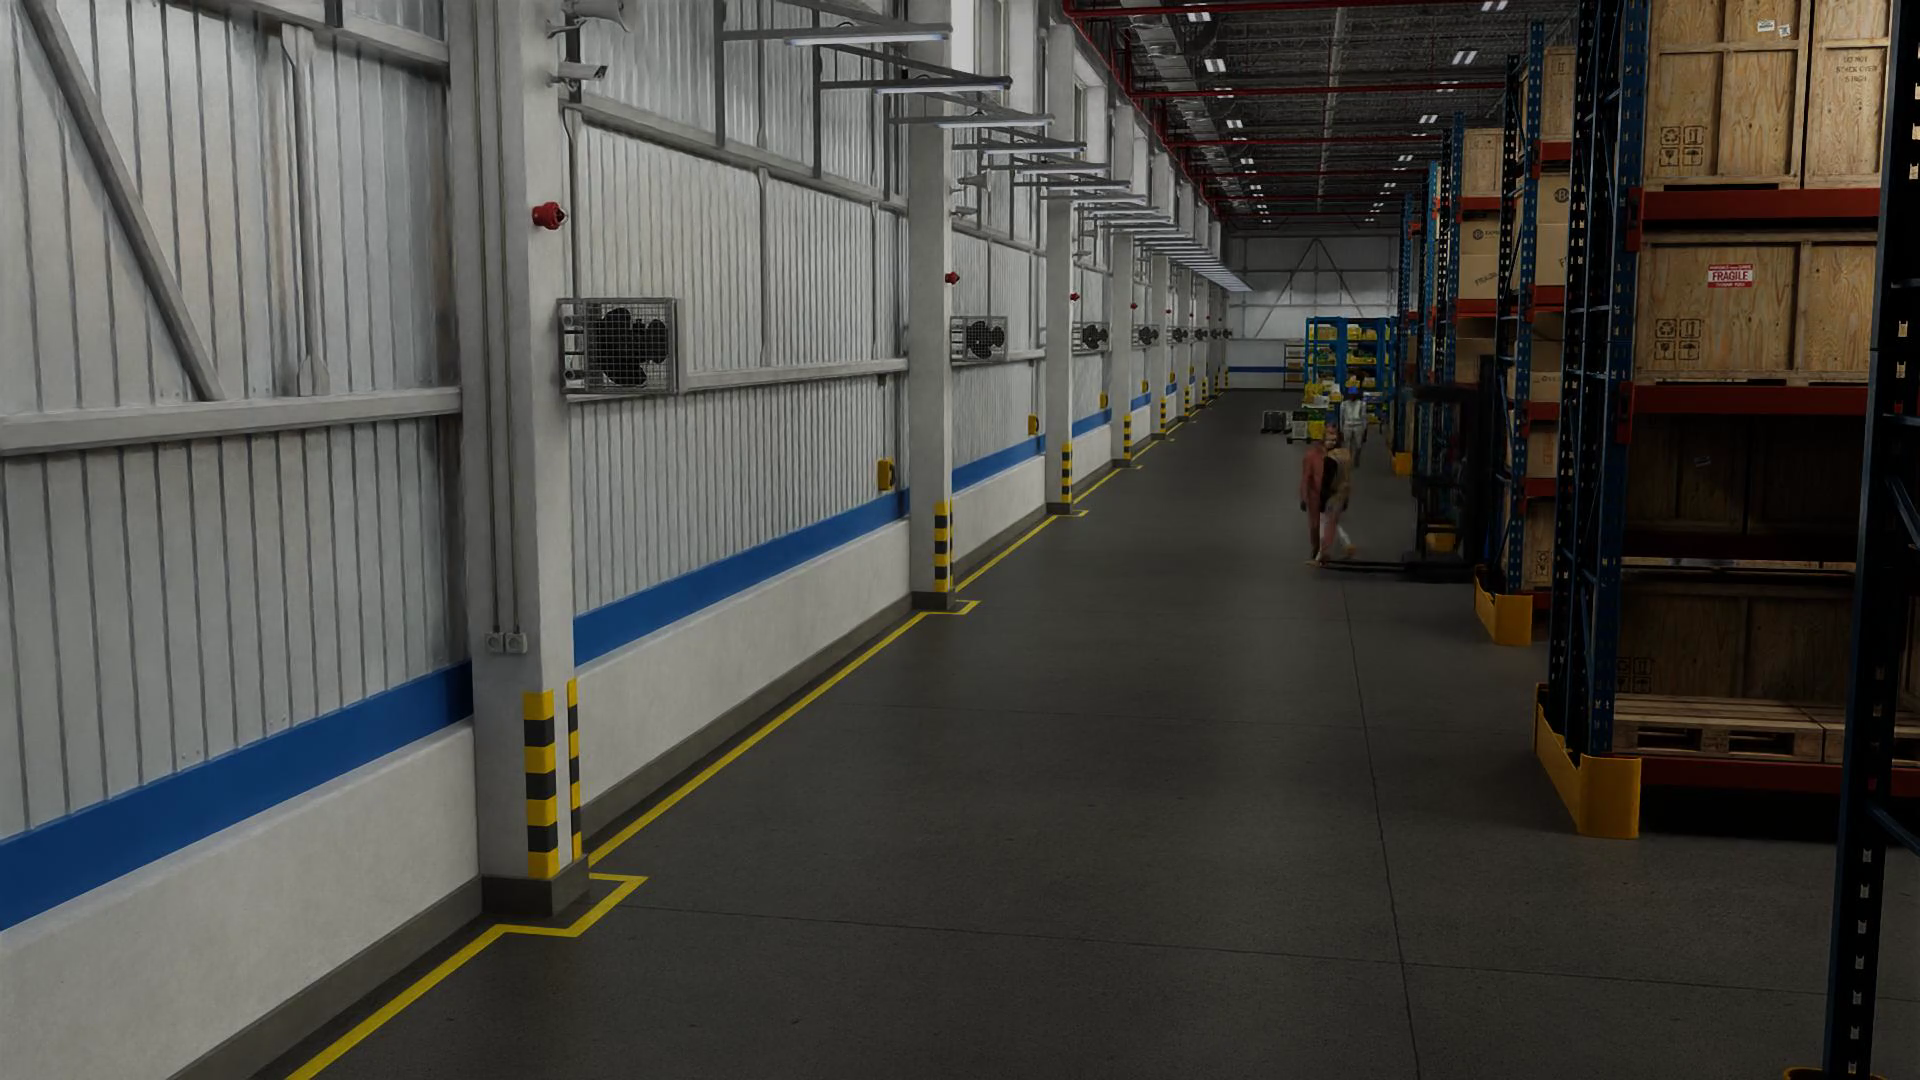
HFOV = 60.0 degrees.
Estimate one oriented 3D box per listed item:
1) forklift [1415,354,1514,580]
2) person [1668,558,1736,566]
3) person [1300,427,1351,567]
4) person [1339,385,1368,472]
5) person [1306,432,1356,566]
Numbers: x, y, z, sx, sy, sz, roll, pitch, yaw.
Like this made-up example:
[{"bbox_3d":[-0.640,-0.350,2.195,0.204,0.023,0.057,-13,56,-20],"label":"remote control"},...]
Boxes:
[{"bbox_3d":[6.659,-0.919,20.744,1.873,2.768,1.129,1,7,12],"label":"forklift"},{"bbox_3d":[6.372,0.447,14.283,0.563,1.752,0.324,6,10,42],"label":"person"},{"bbox_3d":[4.841,-0.581,22.081,0.652,1.871,0.816,1,7,5],"label":"person"},{"bbox_3d":[8.761,-2.492,37.081,0.630,1.937,0.528,2,7,14],"label":"person"},{"bbox_3d":[4.946,-0.557,22.044,0.521,1.822,0.678,4,8,27],"label":"person"}]
